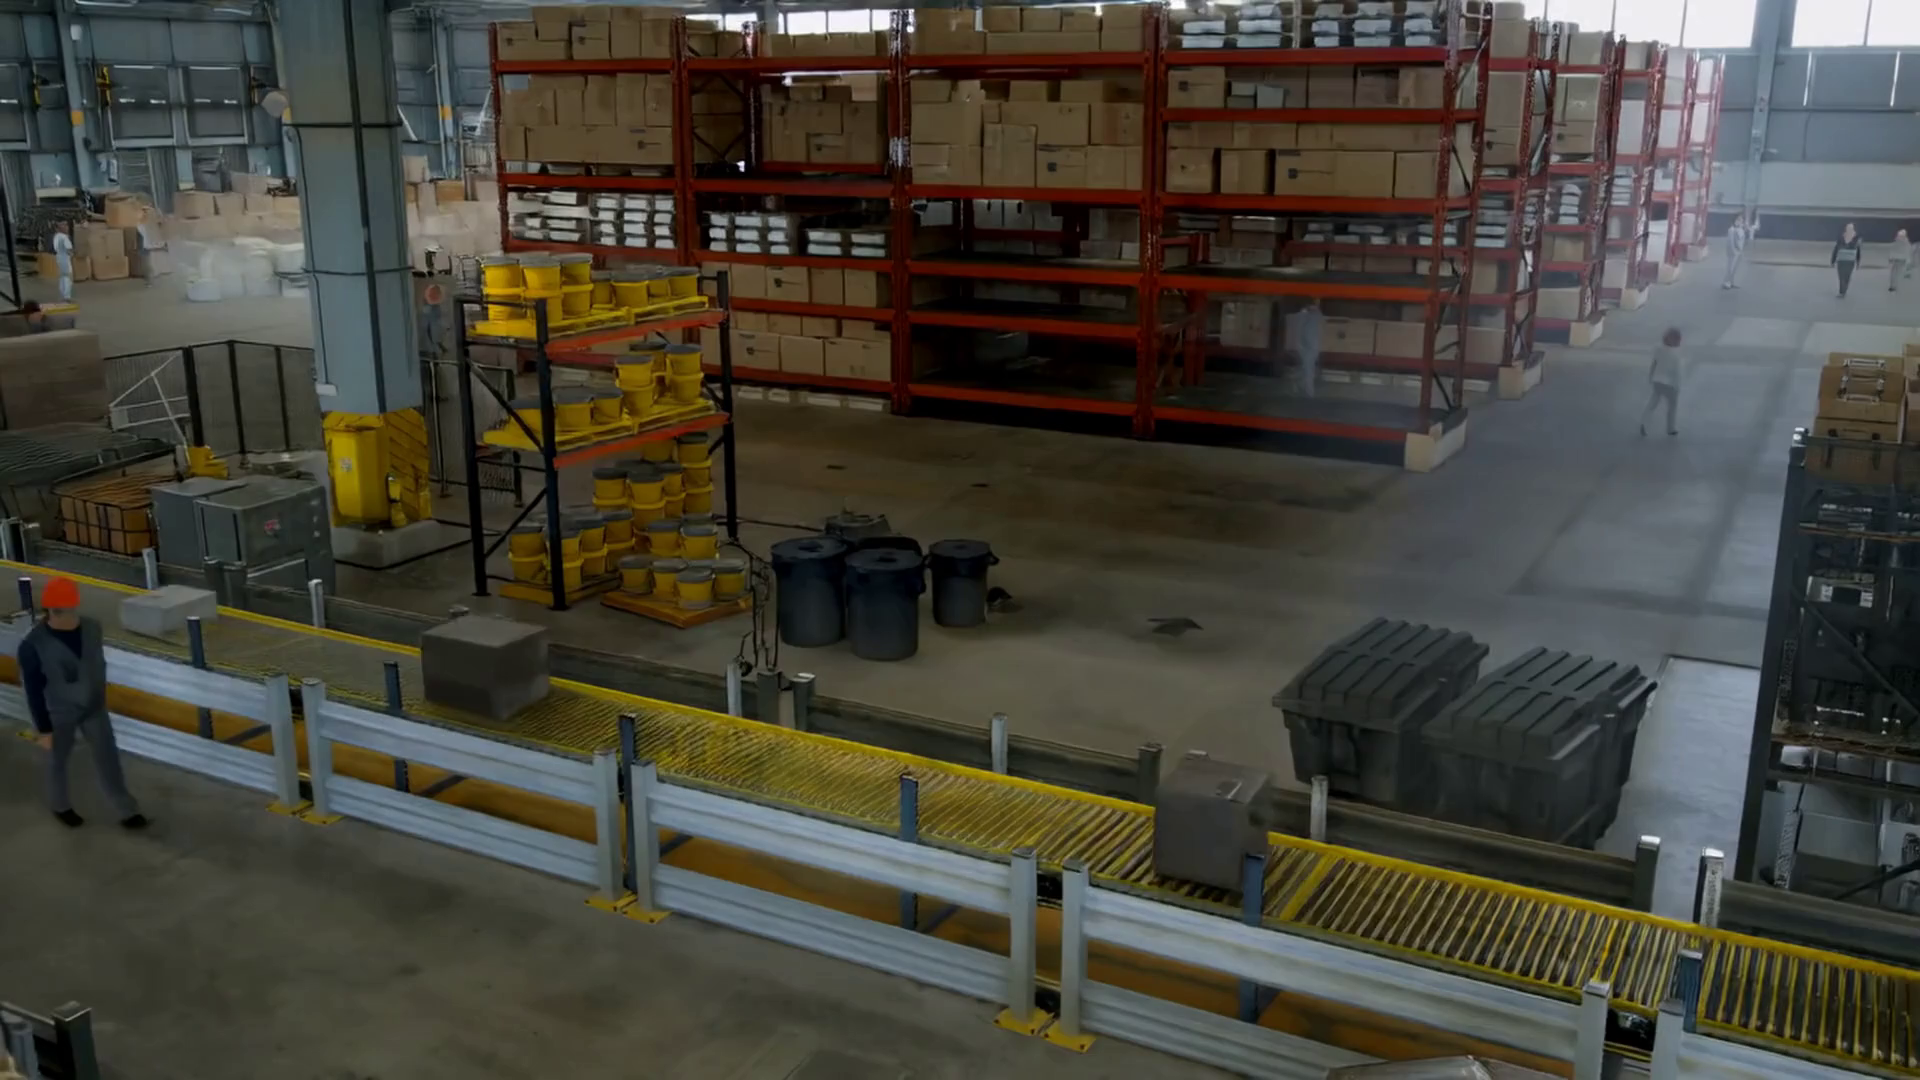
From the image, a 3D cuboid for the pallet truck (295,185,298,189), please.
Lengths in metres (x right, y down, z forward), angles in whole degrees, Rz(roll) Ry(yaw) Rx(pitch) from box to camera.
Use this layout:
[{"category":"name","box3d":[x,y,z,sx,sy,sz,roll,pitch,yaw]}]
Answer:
[{"category":"pallet truck","box3d":[-26.804,-14.617,69.738,1.885,1.965,0.823,-14,20,-42]}]

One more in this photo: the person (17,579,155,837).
[{"category":"person","box3d":[-5.826,1.123,10.979,0.942,1.777,0.611,8,17,29]}]

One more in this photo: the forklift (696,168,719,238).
[{"category":"forklift","box3d":[-7.573,-9.644,49.356,1.129,2.768,1.873,8,17,28]}]

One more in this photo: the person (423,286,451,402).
[{"category":"person","box3d":[-8.522,-3.190,27.040,0.329,1.865,0.512,-2,15,-6]}]

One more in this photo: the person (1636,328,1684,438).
[{"category":"person","box3d":[10.192,-2.276,24.091,0.789,1.604,0.498,-11,18,-35]}]

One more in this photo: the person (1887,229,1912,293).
[{"category":"person","box3d":[23.830,-7.101,42.239,0.502,1.607,0.779,7,16,24]}]

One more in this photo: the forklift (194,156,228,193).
[{"category":"forklift","box3d":[-26.295,-12.105,58.608,1.129,2.768,1.873,-11,18,-35]}]

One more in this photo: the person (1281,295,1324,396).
[{"category":"person","box3d":[5.473,-3.038,26.428,0.802,1.884,0.642,13,19,40]}]

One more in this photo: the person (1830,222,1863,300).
[{"category":"person","box3d":[21.577,-6.797,40.560,0.624,1.874,0.968,13,20,40]}]

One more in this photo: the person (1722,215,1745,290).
[{"category":"person","box3d":[19.925,-7.388,42.737,0.653,1.906,0.405,-11,18,-35]}]

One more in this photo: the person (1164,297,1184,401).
[{"category":"person","box3d":[3.475,-3.111,27.059,0.322,1.696,0.536,-2,15,-9]}]

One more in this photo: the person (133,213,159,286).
[{"category":"person","box3d":[-21.397,-7.611,43.586,0.447,1.900,0.619,-2,15,-6]}]

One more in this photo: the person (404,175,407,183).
[{"category":"person","box3d":[-24.122,-15.075,71.681,0.574,1.883,0.361,-7,16,-25]}]

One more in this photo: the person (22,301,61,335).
[{"category":"person","box3d":[-13.698,-2.658,25.006,0.605,1.880,0.653,8,17,27]}]

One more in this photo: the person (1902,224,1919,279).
[{"category":"person","box3d":[26.219,-7.999,45.290,0.991,1.785,0.551,-3,15,-12]}]

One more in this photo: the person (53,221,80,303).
[{"category":"person","box3d":[-21.535,-6.687,40.018,0.606,1.956,0.395,11,18,36]}]
